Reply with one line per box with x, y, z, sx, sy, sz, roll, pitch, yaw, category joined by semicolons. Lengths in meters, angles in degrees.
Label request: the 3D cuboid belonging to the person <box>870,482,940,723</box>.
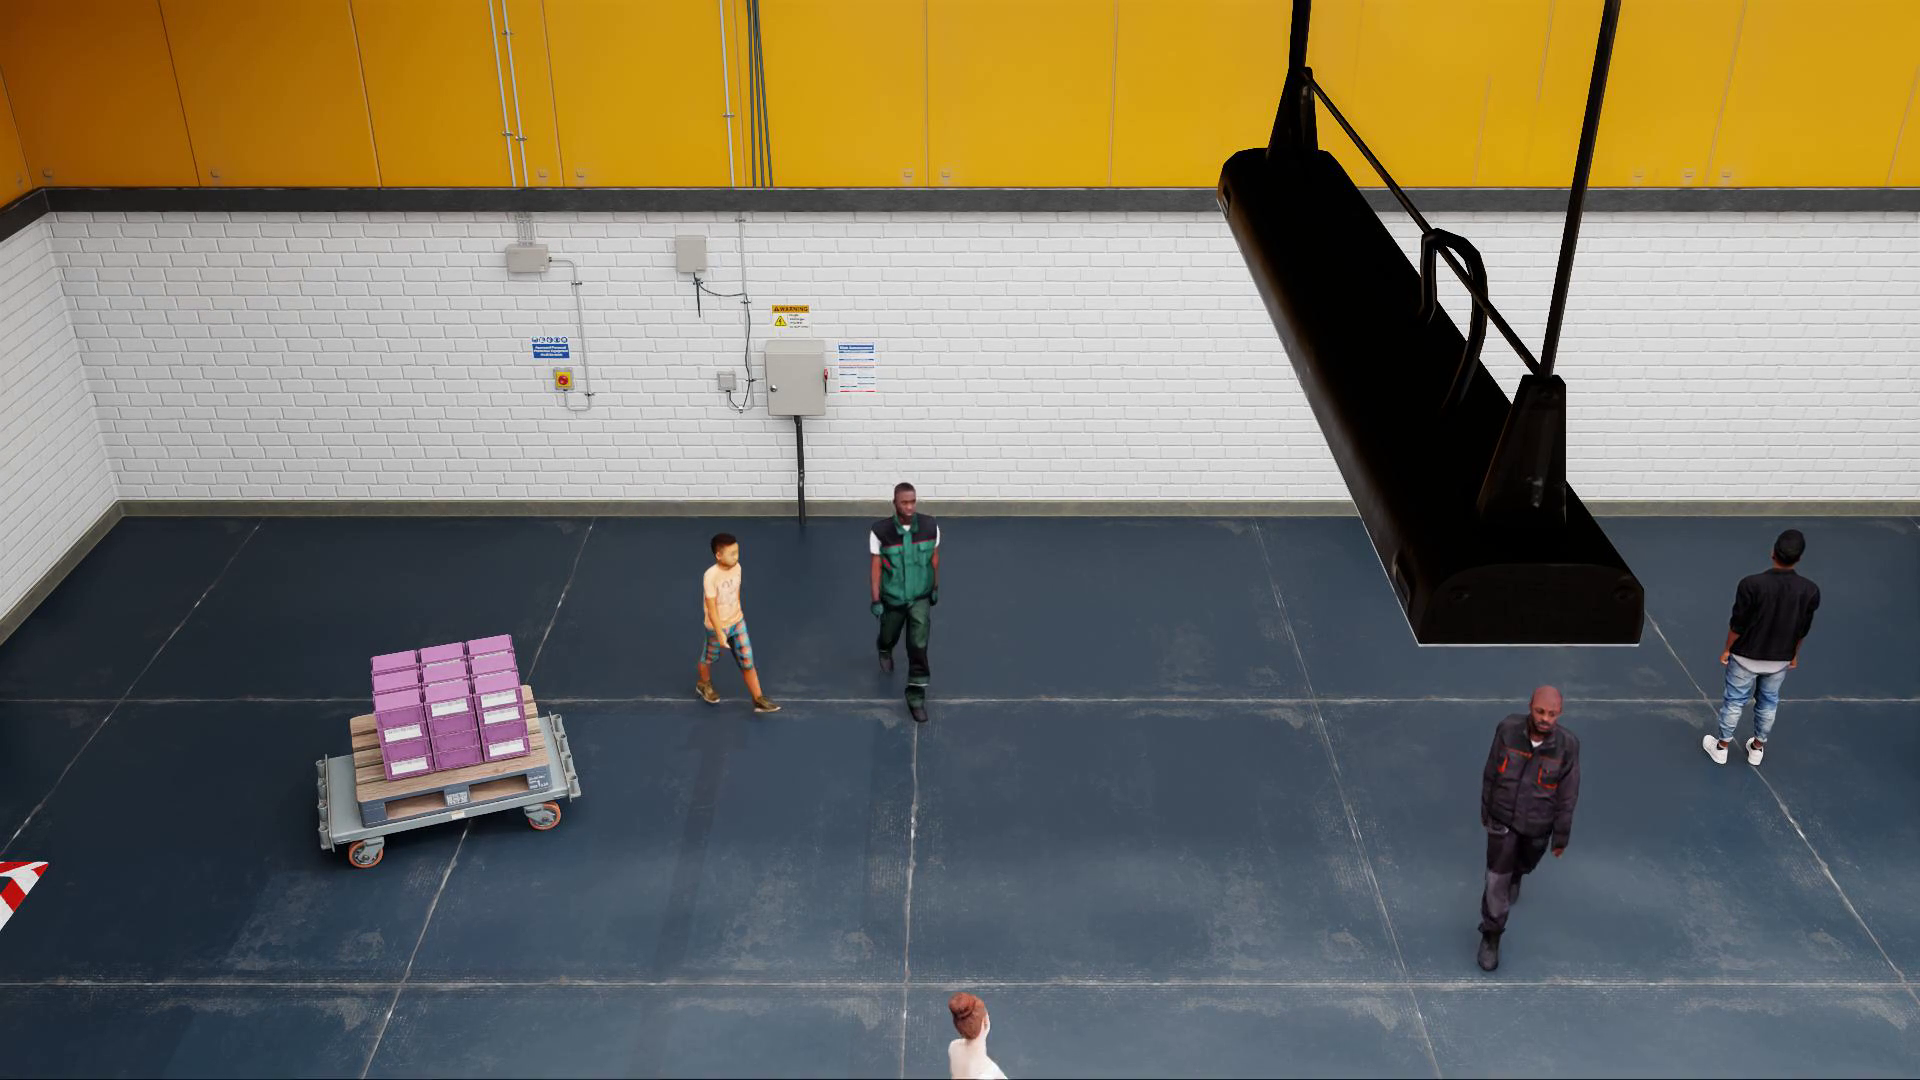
-0.431;0.375;12.165;0.899;1.806;1.262;-7;29;-13;person

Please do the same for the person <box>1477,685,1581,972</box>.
3.373;1.584;9.941;1.007;1.813;1.319;10;30;18;person

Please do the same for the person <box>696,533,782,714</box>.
-1.780;0.604;12.149;1.009;1.420;0.984;24;37;36;person

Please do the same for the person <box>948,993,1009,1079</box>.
0.092;2.855;7.652;0.777;1.773;0.620;-5;29;-9;person

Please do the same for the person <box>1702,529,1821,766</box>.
5.537;0.751;11.467;0.723;1.814;0.641;4;29;7;person
